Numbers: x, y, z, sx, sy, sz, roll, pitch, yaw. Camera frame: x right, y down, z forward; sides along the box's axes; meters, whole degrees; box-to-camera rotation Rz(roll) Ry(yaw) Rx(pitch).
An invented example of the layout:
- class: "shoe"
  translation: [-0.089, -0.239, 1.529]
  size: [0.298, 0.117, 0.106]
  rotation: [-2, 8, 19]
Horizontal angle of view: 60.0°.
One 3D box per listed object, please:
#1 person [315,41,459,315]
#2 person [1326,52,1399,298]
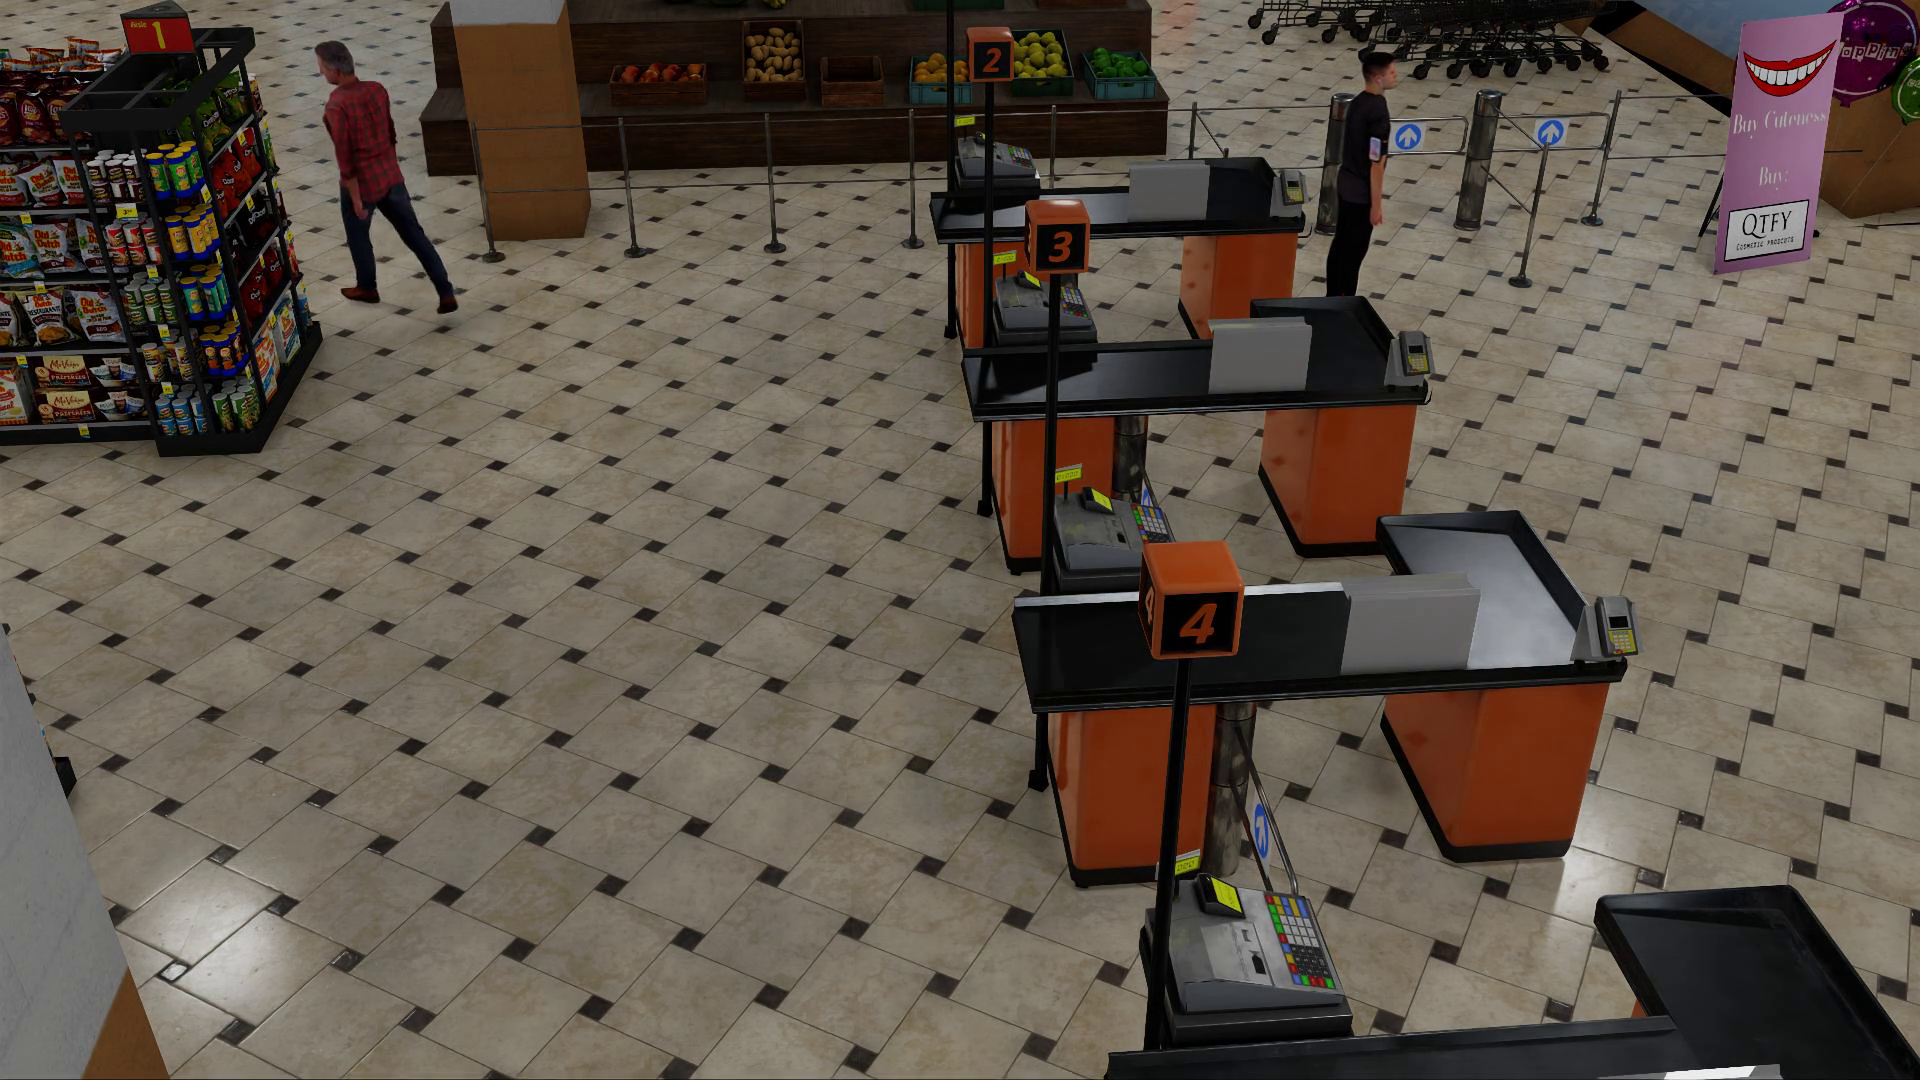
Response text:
- class: "person"
  translation: [-3.645, -2.225, 10.557]
  size: [1.318, 1.774, 1.202]
  rotation: [22, 38, 31]
- class: "person"
  translation: [2.535, -2.206, 10.535]
  size: [0.538, 1.764, 0.627]
  rotation: [-2, 32, -3]
